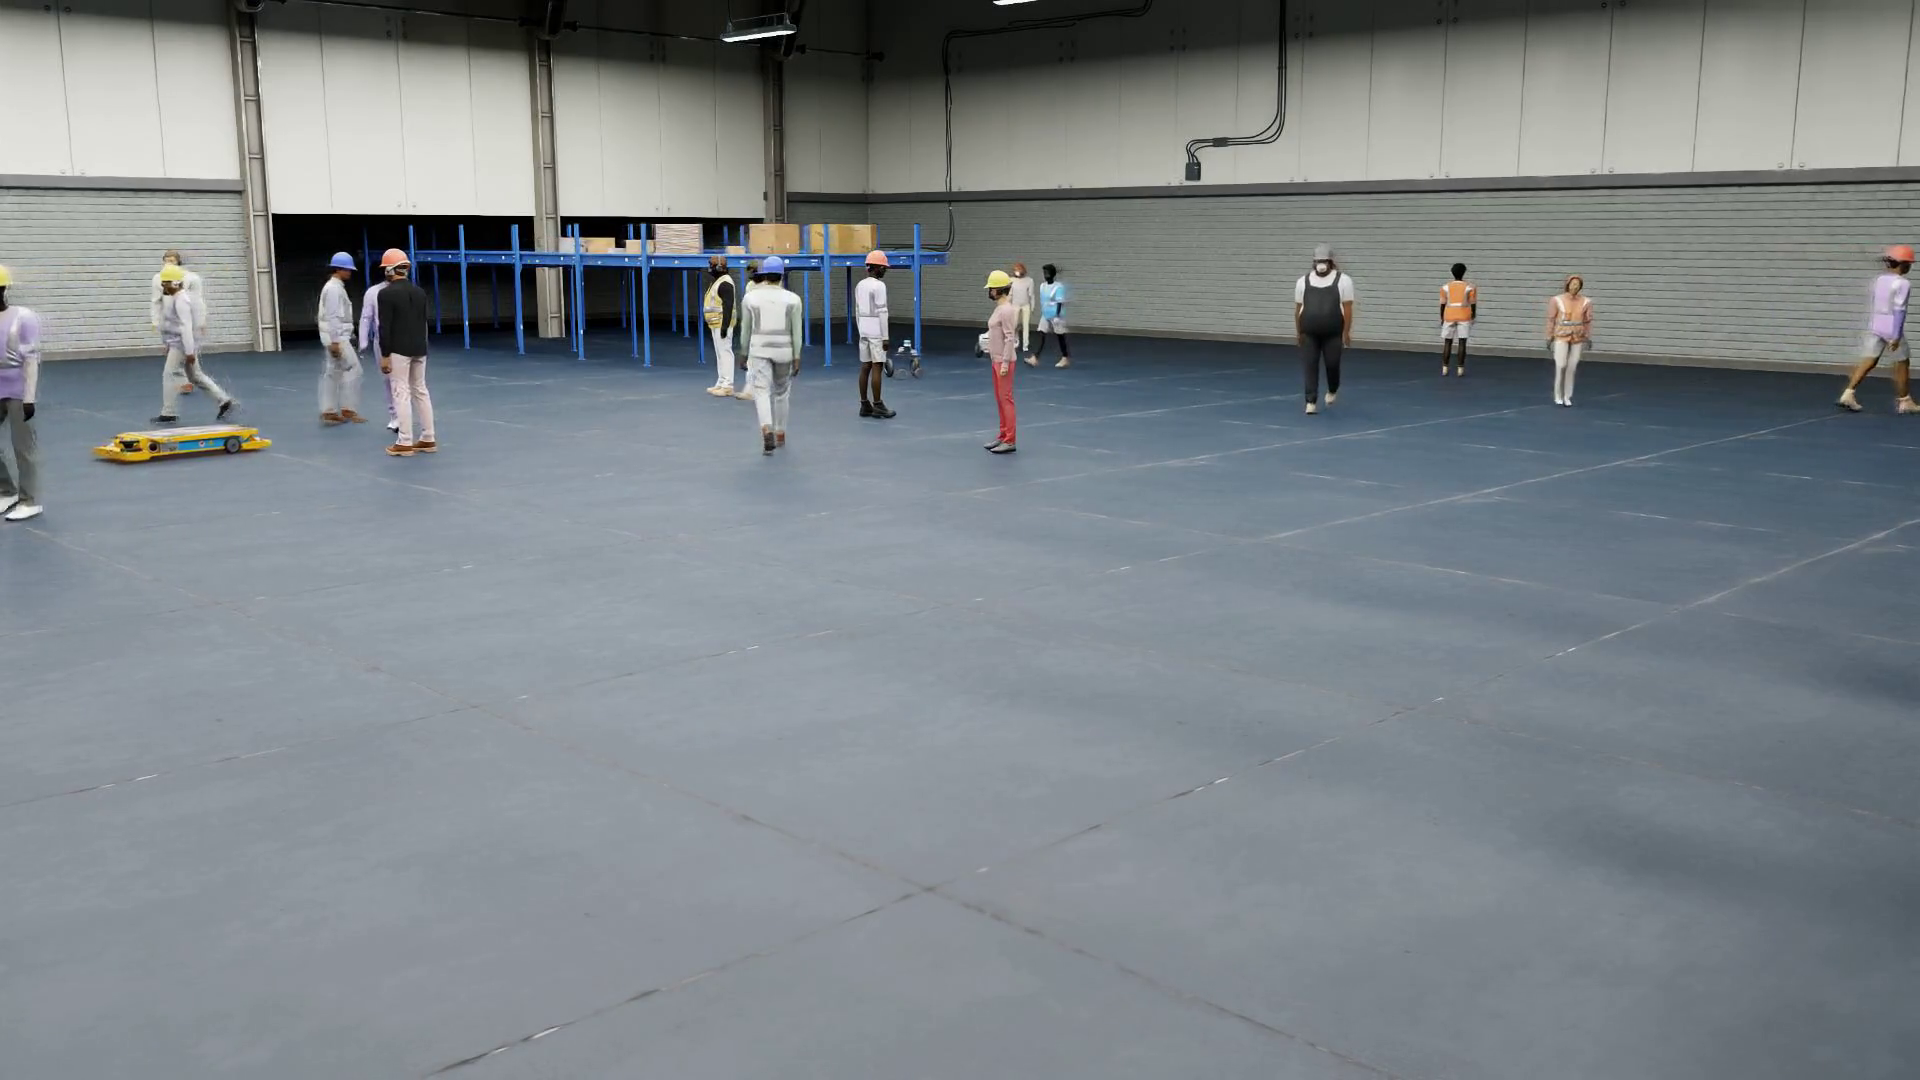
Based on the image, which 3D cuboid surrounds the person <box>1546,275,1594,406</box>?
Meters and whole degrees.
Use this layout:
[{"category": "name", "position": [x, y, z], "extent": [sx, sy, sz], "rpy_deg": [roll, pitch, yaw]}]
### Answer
[{"category": "person", "position": [7.557, -2.462, 20.564], "extent": [0.544, 1.619, 0.457], "rpy_deg": [1, 10, 5]}]

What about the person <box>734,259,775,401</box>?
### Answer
[{"category": "person", "position": [-2.537, -2.670, 21.234], "extent": [0.763, 1.786, 0.899], "rpy_deg": [9, 14, 41]}]

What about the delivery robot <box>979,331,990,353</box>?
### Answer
[{"category": "delivery robot", "position": [0.614, -3.511, 29.089], "extent": [0.477, 0.478, 0.707], "rpy_deg": [5, 11, 24]}]

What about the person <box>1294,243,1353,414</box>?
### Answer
[{"category": "person", "position": [4.342, -2.532, 19.949], "extent": [0.695, 2.000, 0.730], "rpy_deg": [3, 11, 18]}]

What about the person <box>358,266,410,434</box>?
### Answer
[{"category": "person", "position": [-6.122, -2.093, 18.010], "extent": [0.667, 1.835, 1.004], "rpy_deg": [-2, 11, -8]}]

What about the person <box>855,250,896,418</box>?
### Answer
[{"category": "person", "position": [-0.994, -2.408, 19.458], "extent": [0.376, 1.932, 0.543], "rpy_deg": [-7, 13, -35]}]

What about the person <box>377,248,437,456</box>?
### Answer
[{"category": "person", "position": [-5.414, -1.827, 16.169], "extent": [0.435, 1.980, 0.618], "rpy_deg": [5, 12, 26]}]

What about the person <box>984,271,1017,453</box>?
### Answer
[{"category": "person", "position": [0.393, -1.746, 16.301], "extent": [0.310, 1.766, 0.534], "rpy_deg": [-2, 11, -9]}]

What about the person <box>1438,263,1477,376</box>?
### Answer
[{"category": "person", "position": [7.495, -3.325, 25.097], "extent": [0.563, 1.696, 0.333], "rpy_deg": [5, 11, 24]}]

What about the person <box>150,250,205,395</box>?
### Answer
[{"category": "person", "position": [-10.425, -2.878, 22.070], "extent": [0.647, 1.906, 0.819], "rpy_deg": [0, 10, -1]}]

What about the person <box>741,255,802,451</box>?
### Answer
[{"category": "person", "position": [-1.859, -1.846, 16.451], "extent": [0.602, 1.921, 0.907], "rpy_deg": [-2, 11, -10]}]

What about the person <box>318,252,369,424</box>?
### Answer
[{"category": "person", "position": [-6.907, -2.252, 18.625], "extent": [0.624, 1.913, 0.634], "rpy_deg": [-4, 11, -20]}]

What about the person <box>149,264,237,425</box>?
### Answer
[{"category": "person", "position": [-8.709, -2.213, 18.778], "extent": [0.873, 1.796, 0.591], "rpy_deg": [-4, 11, -21]}]

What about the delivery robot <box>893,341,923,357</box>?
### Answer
[{"category": "delivery robot", "position": [-0.787, -2.869, 24.878], "extent": [0.335, 0.223, 0.698], "rpy_deg": [-5, 11, -23]}]

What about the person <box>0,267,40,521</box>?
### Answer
[{"category": "person", "position": [-7.096, -1.092, 12.353], "extent": [0.585, 1.911, 0.429], "rpy_deg": [2, 11, 10]}]

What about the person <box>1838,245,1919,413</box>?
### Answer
[{"category": "person", "position": [11.063, -2.516, 19.890], "extent": [1.028, 2.001, 0.627], "rpy_deg": [-1, 10, -7]}]

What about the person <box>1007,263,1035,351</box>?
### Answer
[{"category": "person", "position": [1.120, -4.273, 30.473], "extent": [0.525, 1.608, 0.419], "rpy_deg": [0, 10, 2]}]

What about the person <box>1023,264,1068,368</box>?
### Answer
[{"category": "person", "position": [1.410, -3.530, 26.327], "extent": [0.923, 1.636, 0.542], "rpy_deg": [-9, 14, -42]}]

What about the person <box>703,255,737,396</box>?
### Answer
[{"category": "person", "position": [-3.187, -2.846, 22.087], "extent": [0.430, 1.845, 0.619], "rpy_deg": [-3, 11, -18]}]

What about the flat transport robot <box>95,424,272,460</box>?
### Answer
[{"category": "flat transport robot", "position": [-7.567, -0.965, 16.234], "extent": [0.652, 0.197, 1.431], "rpy_deg": [8, 13, 39]}]
